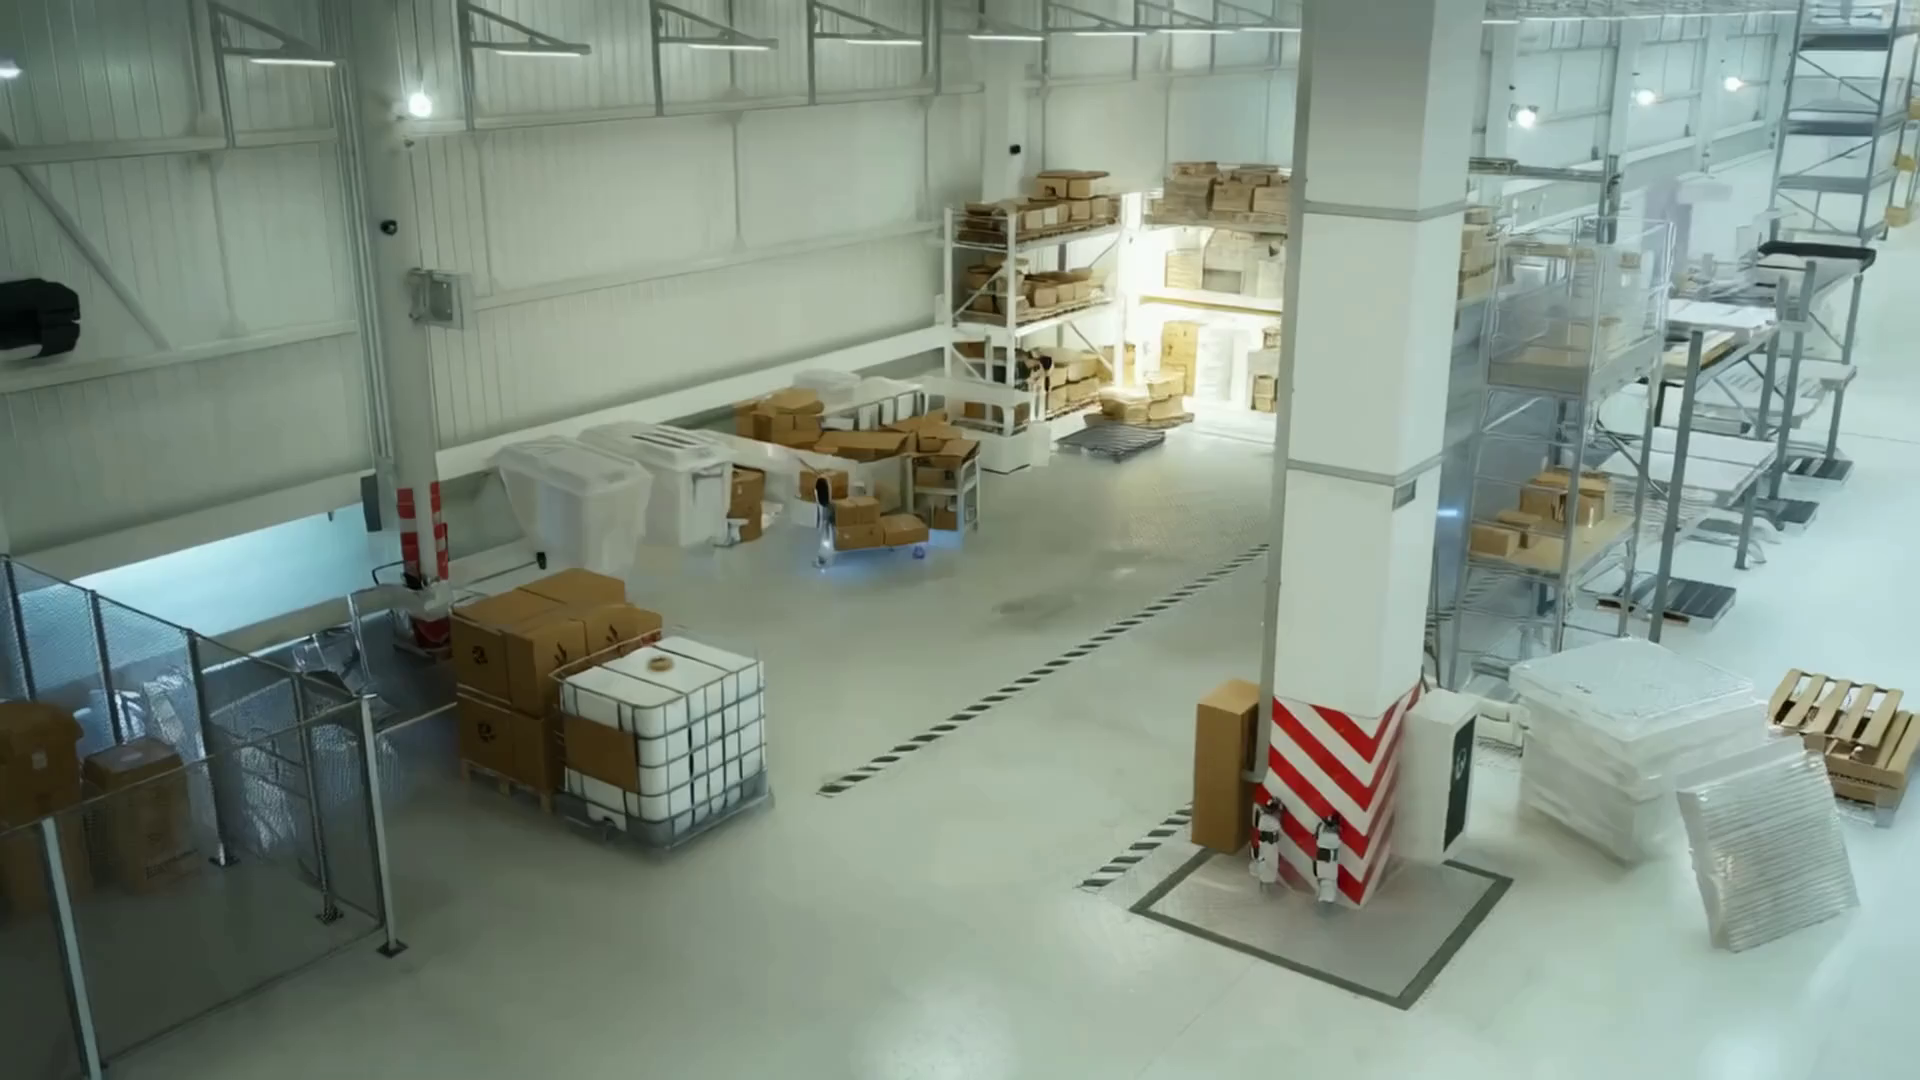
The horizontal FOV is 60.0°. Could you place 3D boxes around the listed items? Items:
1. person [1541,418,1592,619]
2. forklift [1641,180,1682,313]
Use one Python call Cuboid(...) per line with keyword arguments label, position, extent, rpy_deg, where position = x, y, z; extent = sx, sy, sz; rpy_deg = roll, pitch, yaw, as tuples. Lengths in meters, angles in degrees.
Cuboid(label="person", position=(5.725, -0.204, 15.735), extent=(0.356, 1.937, 0.552), rpy_deg=(-11, 21, -31))
Cuboid(label="forklift", position=(11.337, -4.437, 27.199), extent=(1.873, 2.768, 1.129), rpy_deg=(13, 22, 34))
